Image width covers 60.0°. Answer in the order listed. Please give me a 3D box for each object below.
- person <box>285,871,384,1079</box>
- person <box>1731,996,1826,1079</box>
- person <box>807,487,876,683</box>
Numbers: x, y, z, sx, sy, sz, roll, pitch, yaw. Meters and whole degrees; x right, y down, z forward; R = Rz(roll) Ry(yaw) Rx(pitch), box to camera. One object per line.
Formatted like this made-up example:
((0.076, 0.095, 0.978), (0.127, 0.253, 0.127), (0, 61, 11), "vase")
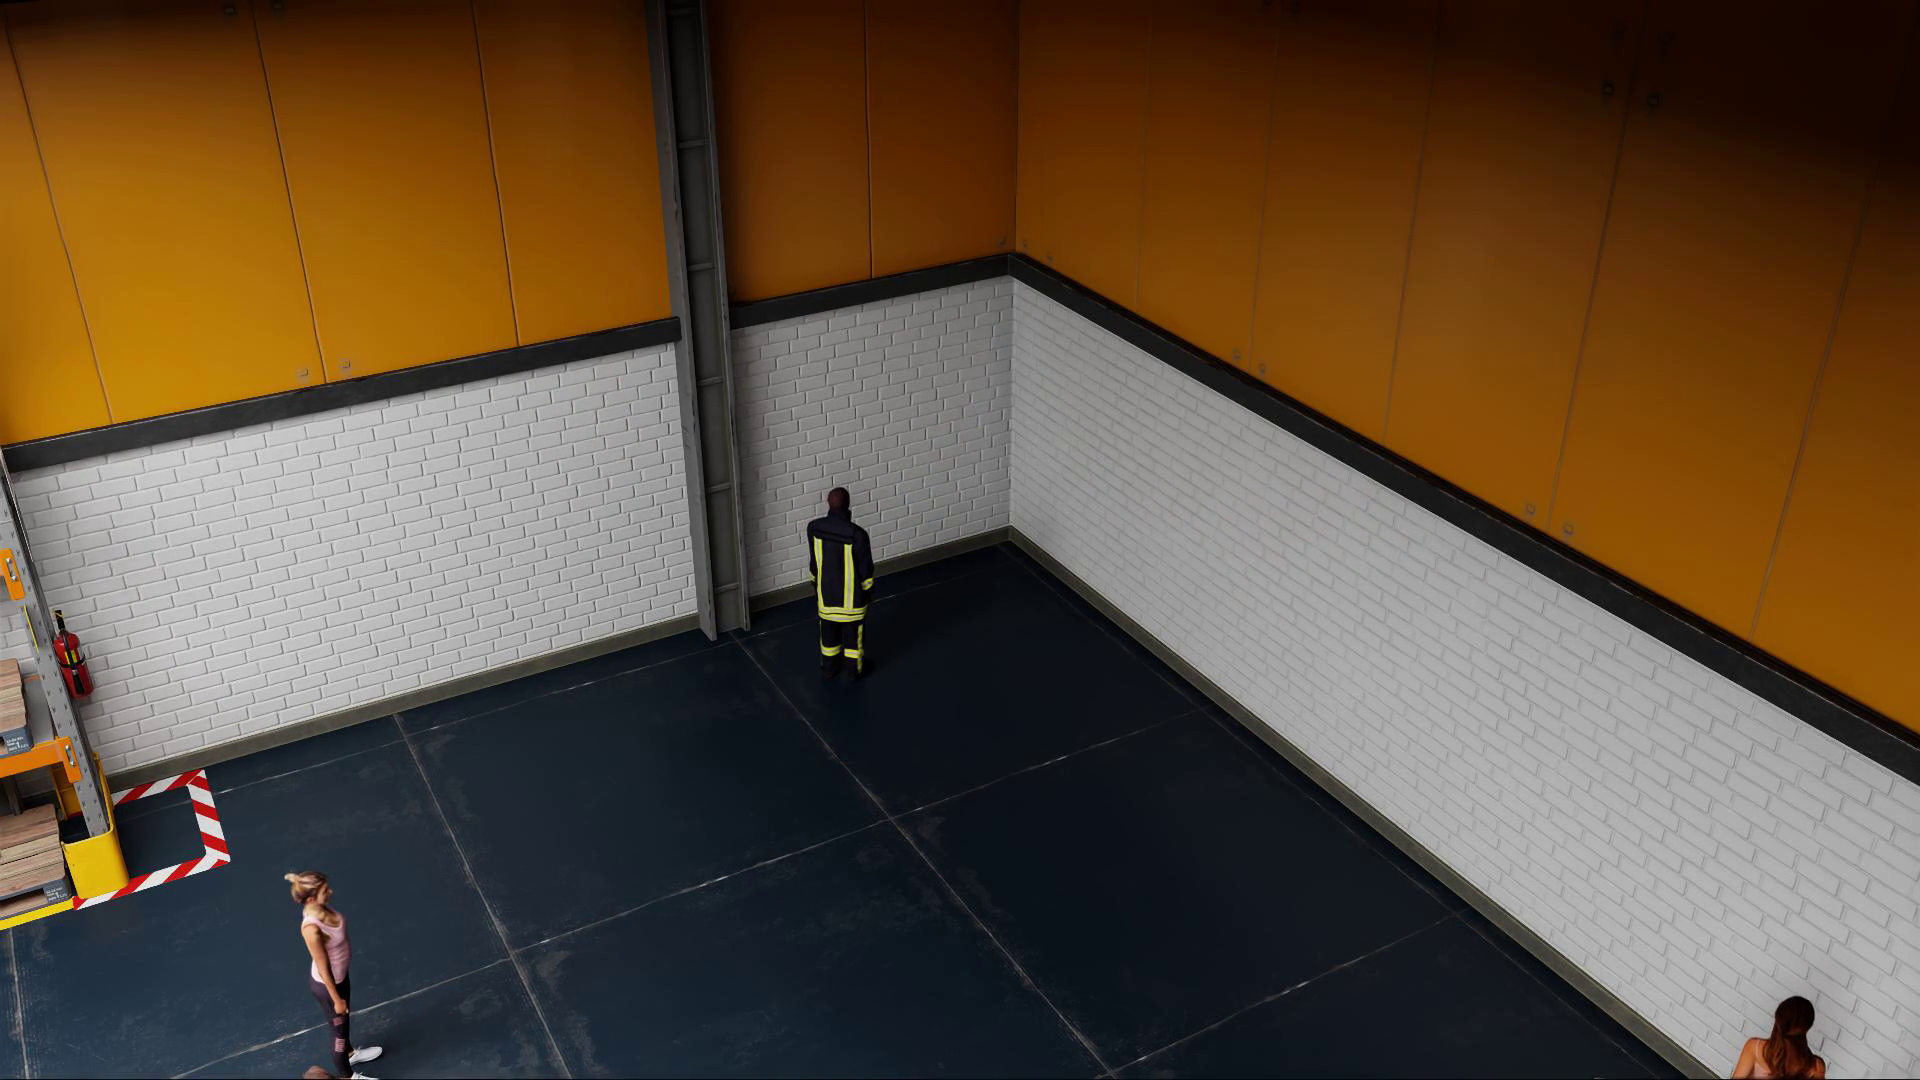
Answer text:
((-3.873, 2.684, 10.222), (0.595, 1.659, 0.610), (-8, 30, -14), "person")
((4.365, 3.214, 9.070), (0.669, 1.831, 0.686), (13, 31, 23), "person")
((-1.020, 0.368, 14.298), (0.864, 1.821, 0.904), (10, 30, 18), "person")
